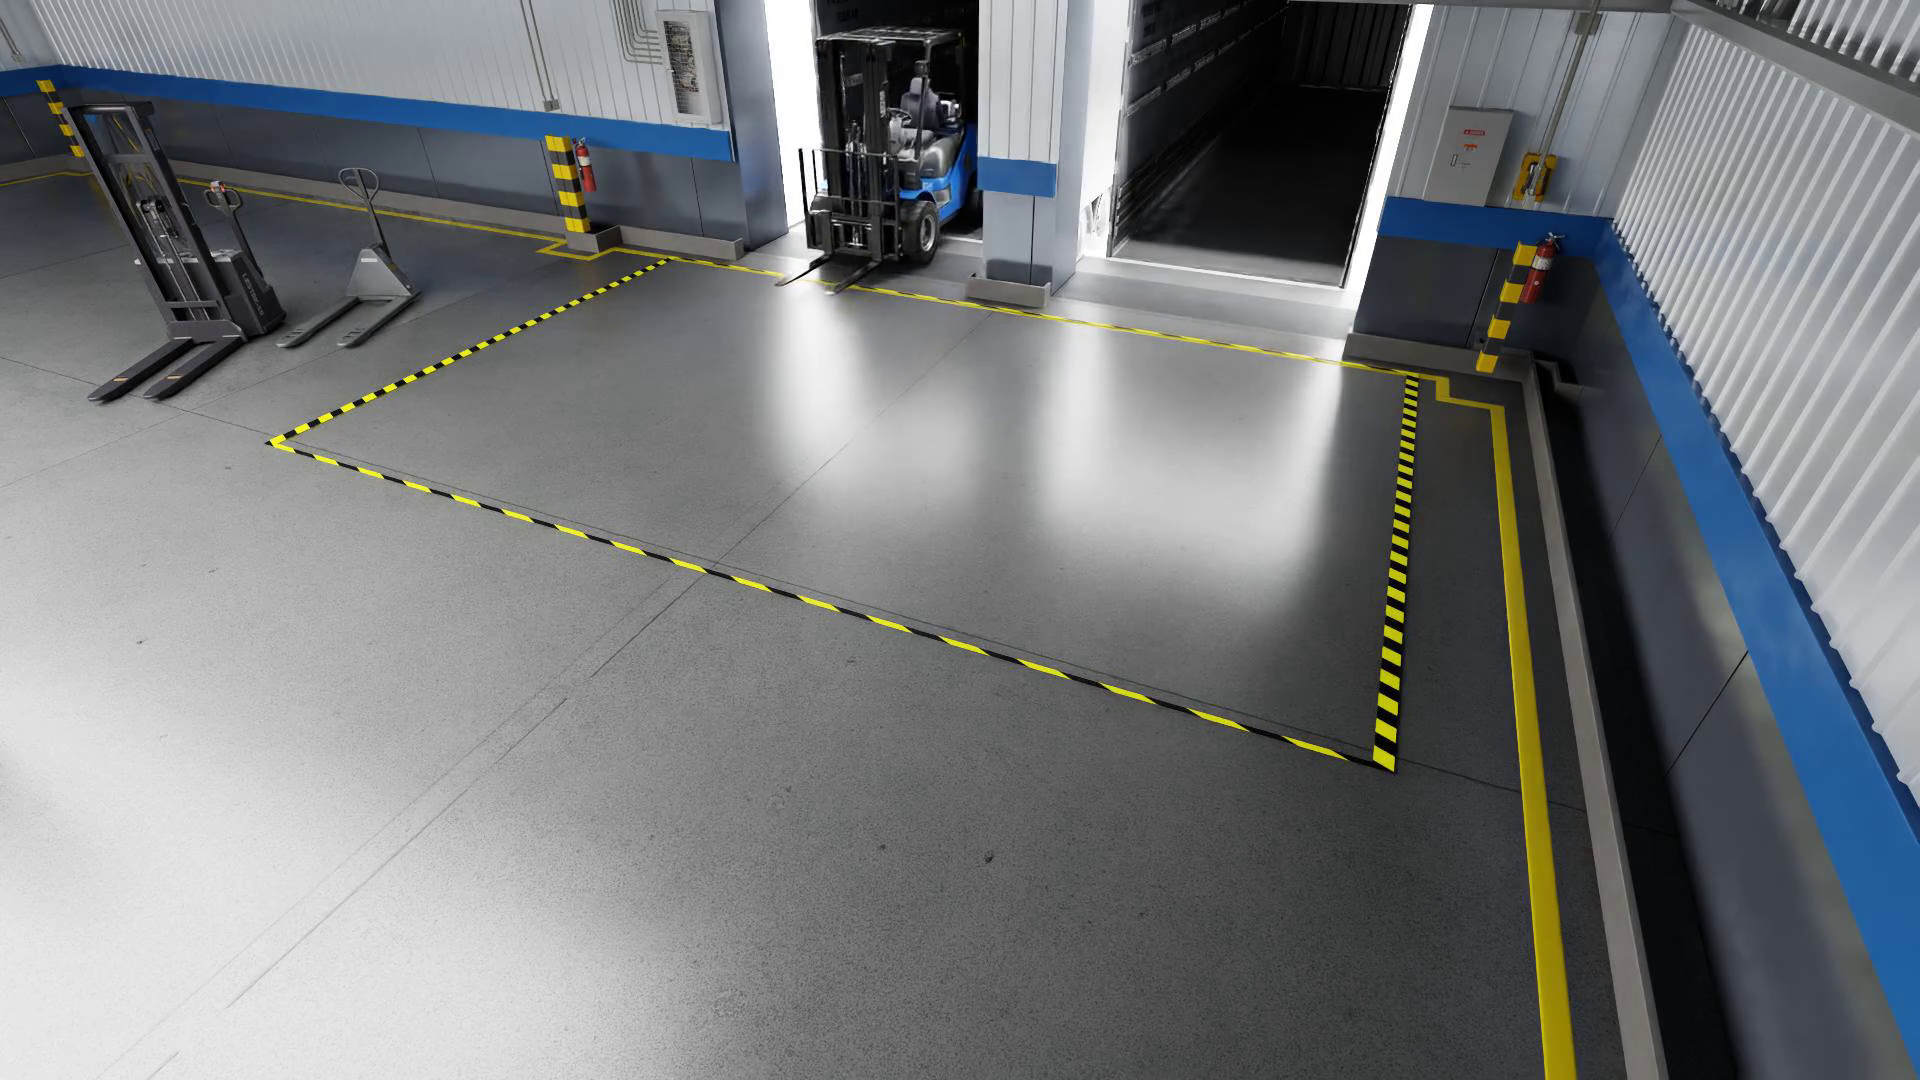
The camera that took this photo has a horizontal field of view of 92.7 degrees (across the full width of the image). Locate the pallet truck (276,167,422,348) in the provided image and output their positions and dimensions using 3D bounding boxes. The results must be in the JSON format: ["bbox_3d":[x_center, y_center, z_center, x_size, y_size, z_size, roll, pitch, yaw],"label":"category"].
[{"bbox_3d":[-5.732,-2.611,8.414,0.680,1.201,1.601,-1,35,-1],"label":"pallet truck"}]

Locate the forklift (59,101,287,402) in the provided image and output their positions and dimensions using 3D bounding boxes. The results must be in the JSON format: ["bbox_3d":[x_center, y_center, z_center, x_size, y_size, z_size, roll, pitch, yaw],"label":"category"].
[{"bbox_3d":[-6.686,-2.387,7.434,0.823,1.965,1.885,-3,35,-5],"label":"forklift"}]

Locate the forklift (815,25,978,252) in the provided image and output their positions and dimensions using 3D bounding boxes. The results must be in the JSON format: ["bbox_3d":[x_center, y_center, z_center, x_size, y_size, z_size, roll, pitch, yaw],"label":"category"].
[{"bbox_3d":[-0.639,-4.541,10.177,1.157,2.036,2.680,13,37,18],"label":"forklift"}]
